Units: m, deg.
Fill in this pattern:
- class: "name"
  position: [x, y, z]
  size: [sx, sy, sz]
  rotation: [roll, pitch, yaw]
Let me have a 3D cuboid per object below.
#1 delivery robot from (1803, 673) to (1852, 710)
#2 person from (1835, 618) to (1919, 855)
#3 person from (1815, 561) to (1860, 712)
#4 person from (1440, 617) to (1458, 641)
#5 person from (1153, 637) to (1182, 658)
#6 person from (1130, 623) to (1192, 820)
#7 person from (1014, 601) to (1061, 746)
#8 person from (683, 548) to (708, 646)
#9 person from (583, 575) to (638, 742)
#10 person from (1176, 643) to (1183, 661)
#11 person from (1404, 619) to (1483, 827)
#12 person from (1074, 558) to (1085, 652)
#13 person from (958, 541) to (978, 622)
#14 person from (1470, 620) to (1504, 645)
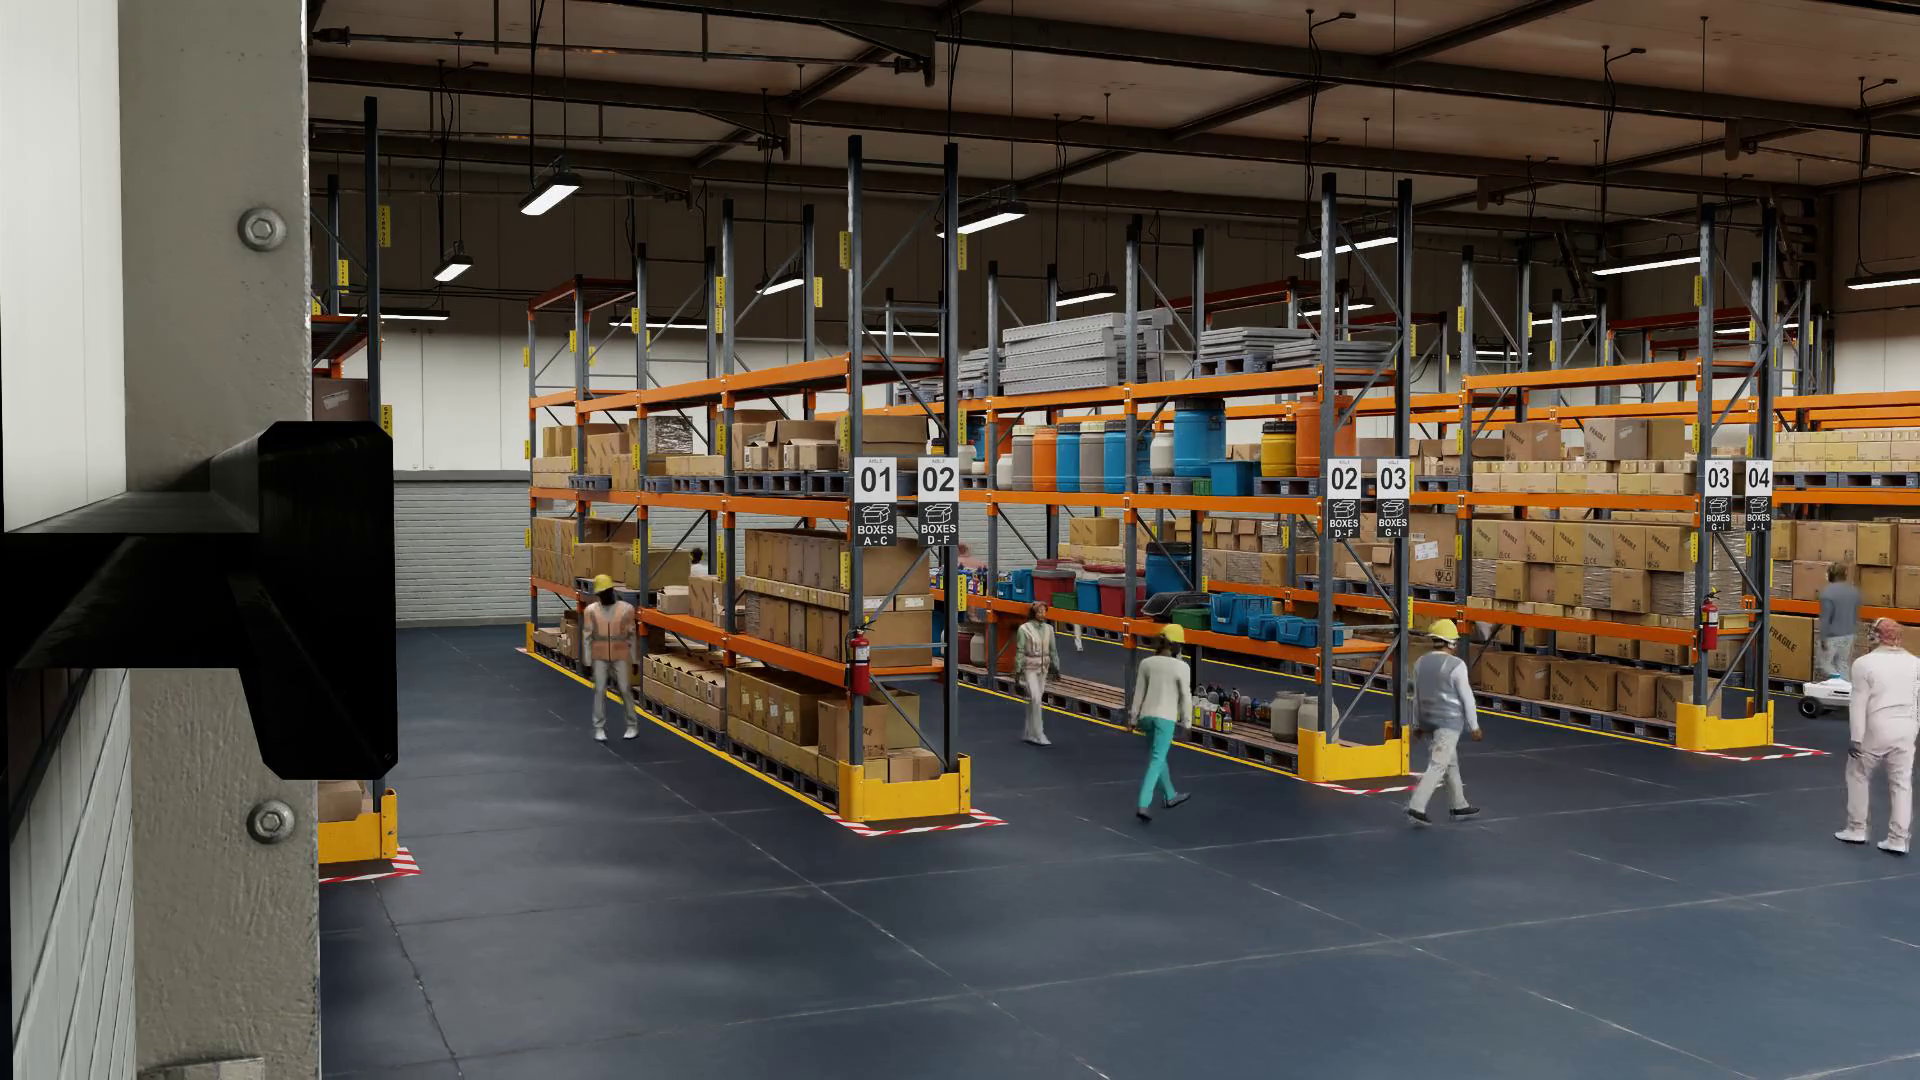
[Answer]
- class: "delivery robot"
  position: [10.893, 1.903, 22.274]
  size: [0.707, 0.478, 0.477]
  rotation: [3, 4, 45]
- class: "person"
  position: [7.443, 1.569, 14.564]
  size: [0.680, 1.881, 0.754]
  rotation: [0, 2, -7]
- class: "person"
  position: [11.207, 1.231, 22.850]
  size: [0.625, 1.927, 0.474]
  rotation: [-1, 2, -20]
- class: "person"
  position: [7.997, 1.034, 28.867]
  size: [0.608, 1.871, 0.992]
  rotation: [-1, 2, -24]
- class: "person"
  position: [2.878, 1.159, 24.616]
  size: [0.543, 1.939, 0.362]
  rotation: [-1, 2, -25]
- class: "person"
  position: [1.777, 1.605, 15.927]
  size: [0.559, 1.713, 0.934]
  rotation: [2, 3, 42]
- class: "person"
  position: [0.920, 1.492, 19.977]
  size: [0.546, 1.610, 0.698]
  rotation: [-2, 3, -40]
- class: "person"
  position: [-4.322, 1.039, 29.313]
  size: [0.539, 1.815, 0.962]
  rotation: [-2, 3, -36]
- class: "person"
  position: [-4.017, 1.356, 20.506]
  size: [0.600, 1.886, 0.527]
  rotation: [0, 2, -4]
- class: "person"
  position: [3.298, 1.098, 26.812]
  size: [0.650, 1.884, 0.999]
  rotation: [0, 2, -12]
- class: "person"
  position: [4.197, 1.581, 15.599]
  size: [0.908, 1.792, 0.591]
  rotation: [-1, 2, -22]
- class: "person"
  position: [2.041, 1.099, 30.644]
  size: [0.503, 1.593, 0.833]
  rotation: [0, 2, -13]
- class: "person"
  position: [0.068, 0.948, 31.201]
  size: [0.649, 1.869, 0.981]
  rotation: [-2, 3, -37]
- class: "person"
  position: [7.693, 1.233, 26.058]
  size: [0.732, 1.665, 0.551]
  rotation: [2, 3, 43]
